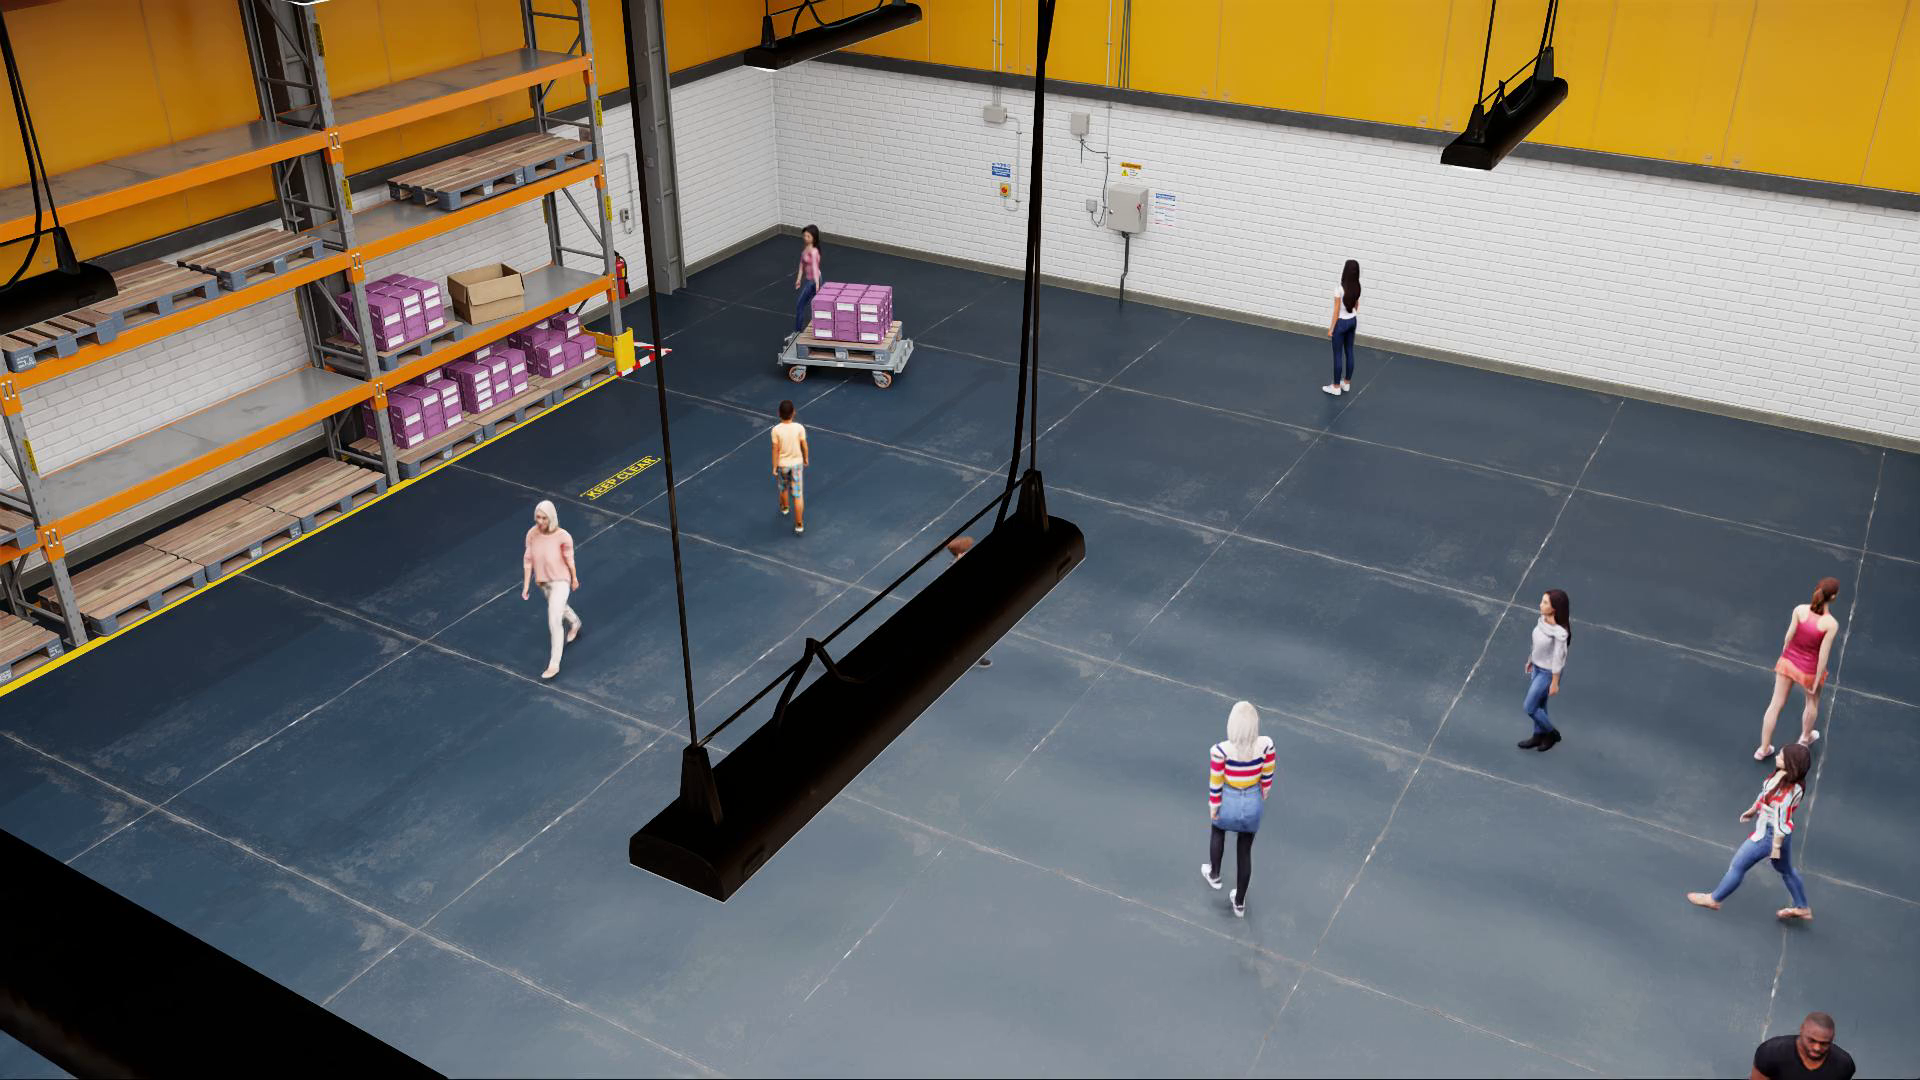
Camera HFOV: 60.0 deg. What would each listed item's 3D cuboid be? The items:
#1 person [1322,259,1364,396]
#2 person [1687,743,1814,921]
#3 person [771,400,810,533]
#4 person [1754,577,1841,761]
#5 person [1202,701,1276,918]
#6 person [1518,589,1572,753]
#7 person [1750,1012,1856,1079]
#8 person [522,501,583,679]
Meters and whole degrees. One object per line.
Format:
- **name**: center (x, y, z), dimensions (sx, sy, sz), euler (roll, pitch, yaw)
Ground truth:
- **person**: center (4.879, -2.701, 21.051), dimensions (0.606, 1.774, 0.727), euler (-17, 33, -28)
- **person**: center (6.099, 2.190, 12.295), dimensions (0.694, 1.573, 1.033), euler (13, 31, 23)
- **person**: center (-1.814, -0.769, 17.875), dimensions (0.945, 1.425, 1.035), euler (-5, 29, -10)
- **person**: center (7.068, 1.126, 14.086), dimensions (1.006, 1.726, 0.767), euler (-24, 37, -37)
- **person**: center (2.101, 2.032, 12.359), dimensions (0.878, 1.788, 0.952), euler (-1, 29, -1)
- **person**: center (5.085, 1.129, 14.192), dimensions (0.785, 1.618, 0.695), euler (1, 29, 2)
- **person**: center (4.870, 3.410, 9.838), dimensions (0.812, 1.783, 1.138), euler (10, 30, 17)
- **person**: center (-3.766, 0.357, 15.546), dimensions (0.787, 1.677, 1.219), euler (8, 30, 14)
